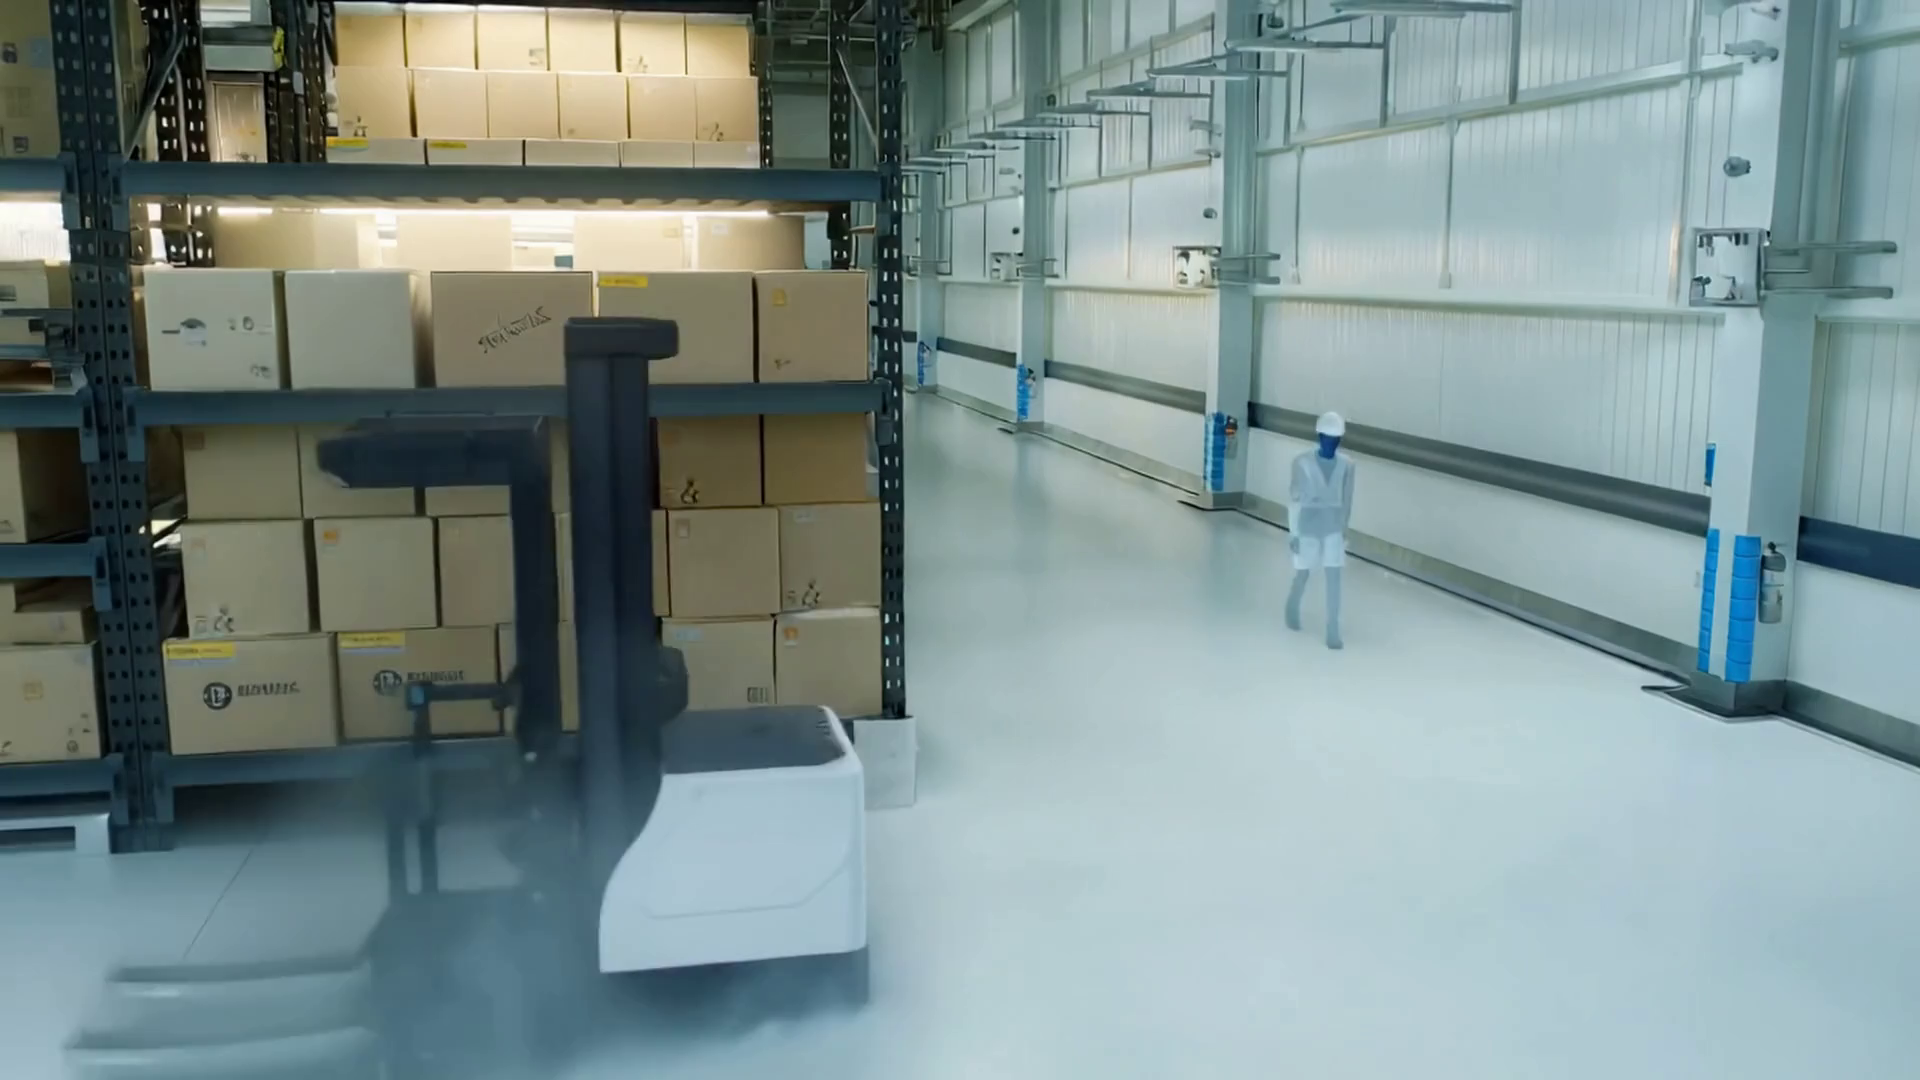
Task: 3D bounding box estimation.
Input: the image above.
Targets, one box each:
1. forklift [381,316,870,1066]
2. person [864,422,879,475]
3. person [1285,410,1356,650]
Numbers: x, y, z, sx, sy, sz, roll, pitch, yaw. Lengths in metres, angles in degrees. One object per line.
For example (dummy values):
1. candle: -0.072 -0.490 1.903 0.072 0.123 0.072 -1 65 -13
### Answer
1. forklift: -1.371 0.500 6.754 1.873 2.768 1.129 -2 10 -12
2. person: -1.631 -1.903 24.399 0.889 1.904 0.554 7 12 38
3. person: 2.905 -0.116 13.497 0.553 1.908 0.893 -1 9 -3
